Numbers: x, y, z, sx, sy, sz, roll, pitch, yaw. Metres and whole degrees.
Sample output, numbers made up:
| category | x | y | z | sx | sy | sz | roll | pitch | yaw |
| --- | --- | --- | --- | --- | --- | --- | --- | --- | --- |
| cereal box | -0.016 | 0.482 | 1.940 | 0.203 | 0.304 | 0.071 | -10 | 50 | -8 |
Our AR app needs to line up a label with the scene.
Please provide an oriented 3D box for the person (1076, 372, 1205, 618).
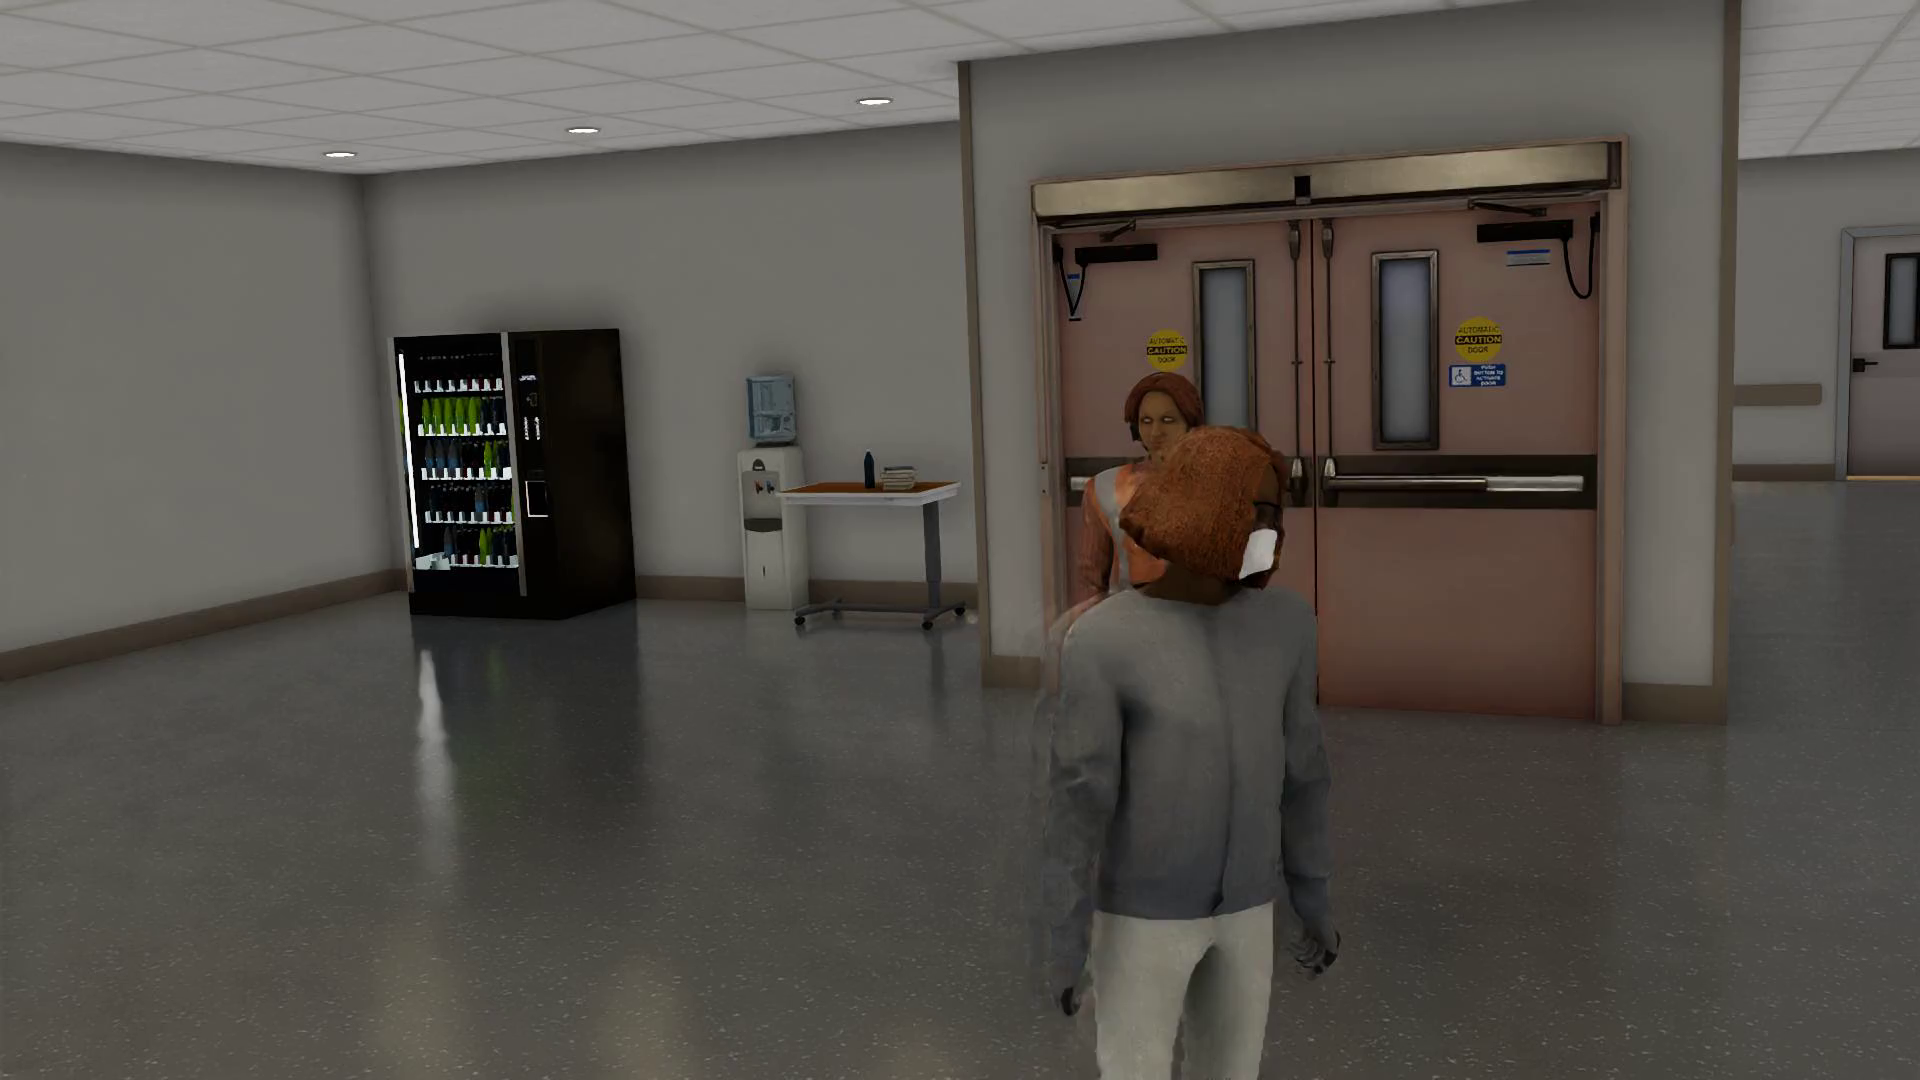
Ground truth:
| category | x | y | z | sx | sy | sz | roll | pitch | yaw |
| --- | --- | --- | --- | --- | --- | --- | --- | --- | --- |
| person | 0.587 | 0.356 | 4.590 | 0.521 | 1.639 | 0.311 | -1 | 8 | 13 |

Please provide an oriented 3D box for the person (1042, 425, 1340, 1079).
| category | x | y | z | sx | sy | sz | roll | pitch | yaw |
| --- | --- | --- | --- | --- | --- | --- | --- | --- | --- |
| person | 0.378 | 0.617 | 2.764 | 0.542 | 1.612 | 0.325 | -6 | 8 | -28 |
